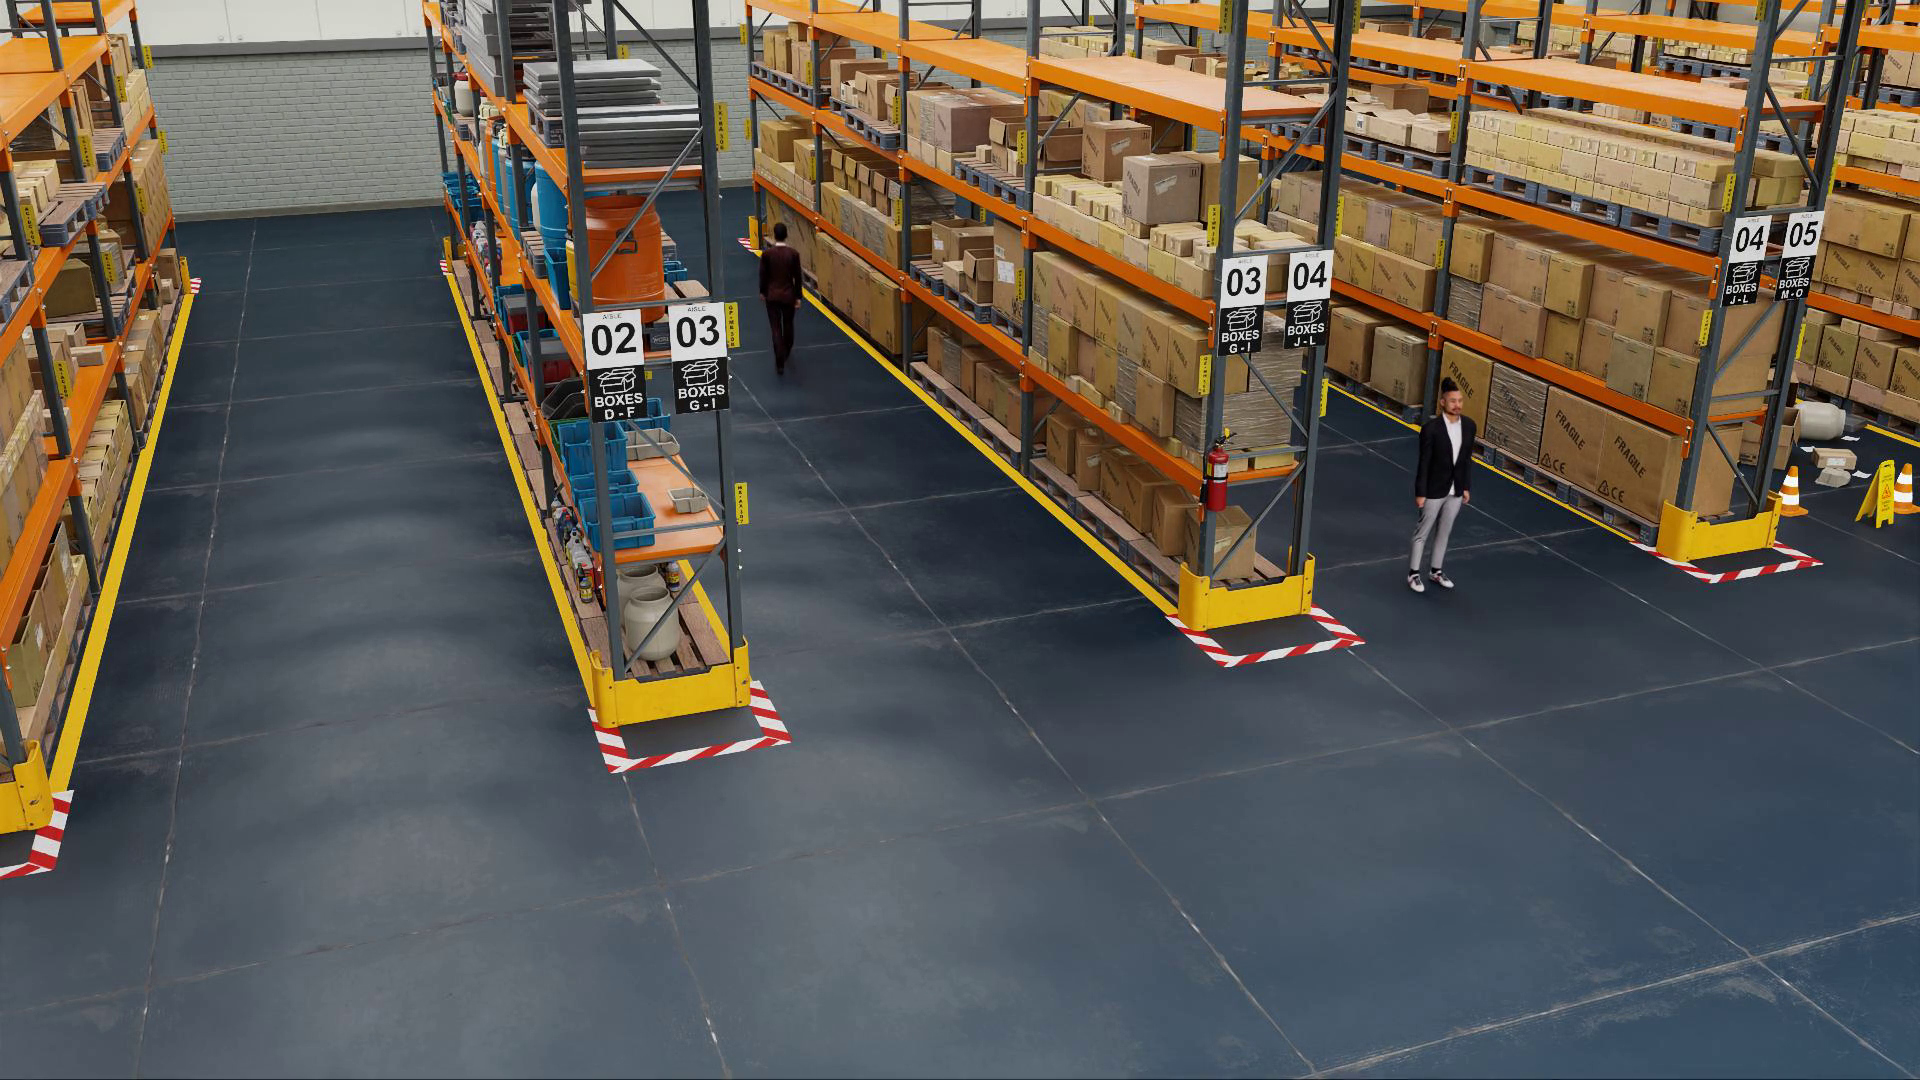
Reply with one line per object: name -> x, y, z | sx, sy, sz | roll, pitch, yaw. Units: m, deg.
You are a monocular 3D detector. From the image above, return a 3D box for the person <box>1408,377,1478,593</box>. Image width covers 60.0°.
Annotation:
person -> 4.257, -0.501, 14.698 | 0.716, 1.949, 0.595 | -6, 23, -15

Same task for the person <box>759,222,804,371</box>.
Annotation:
person -> -2.275, -3.046, 21.100 | 0.805, 1.813, 1.204 | -4, 23, -10
